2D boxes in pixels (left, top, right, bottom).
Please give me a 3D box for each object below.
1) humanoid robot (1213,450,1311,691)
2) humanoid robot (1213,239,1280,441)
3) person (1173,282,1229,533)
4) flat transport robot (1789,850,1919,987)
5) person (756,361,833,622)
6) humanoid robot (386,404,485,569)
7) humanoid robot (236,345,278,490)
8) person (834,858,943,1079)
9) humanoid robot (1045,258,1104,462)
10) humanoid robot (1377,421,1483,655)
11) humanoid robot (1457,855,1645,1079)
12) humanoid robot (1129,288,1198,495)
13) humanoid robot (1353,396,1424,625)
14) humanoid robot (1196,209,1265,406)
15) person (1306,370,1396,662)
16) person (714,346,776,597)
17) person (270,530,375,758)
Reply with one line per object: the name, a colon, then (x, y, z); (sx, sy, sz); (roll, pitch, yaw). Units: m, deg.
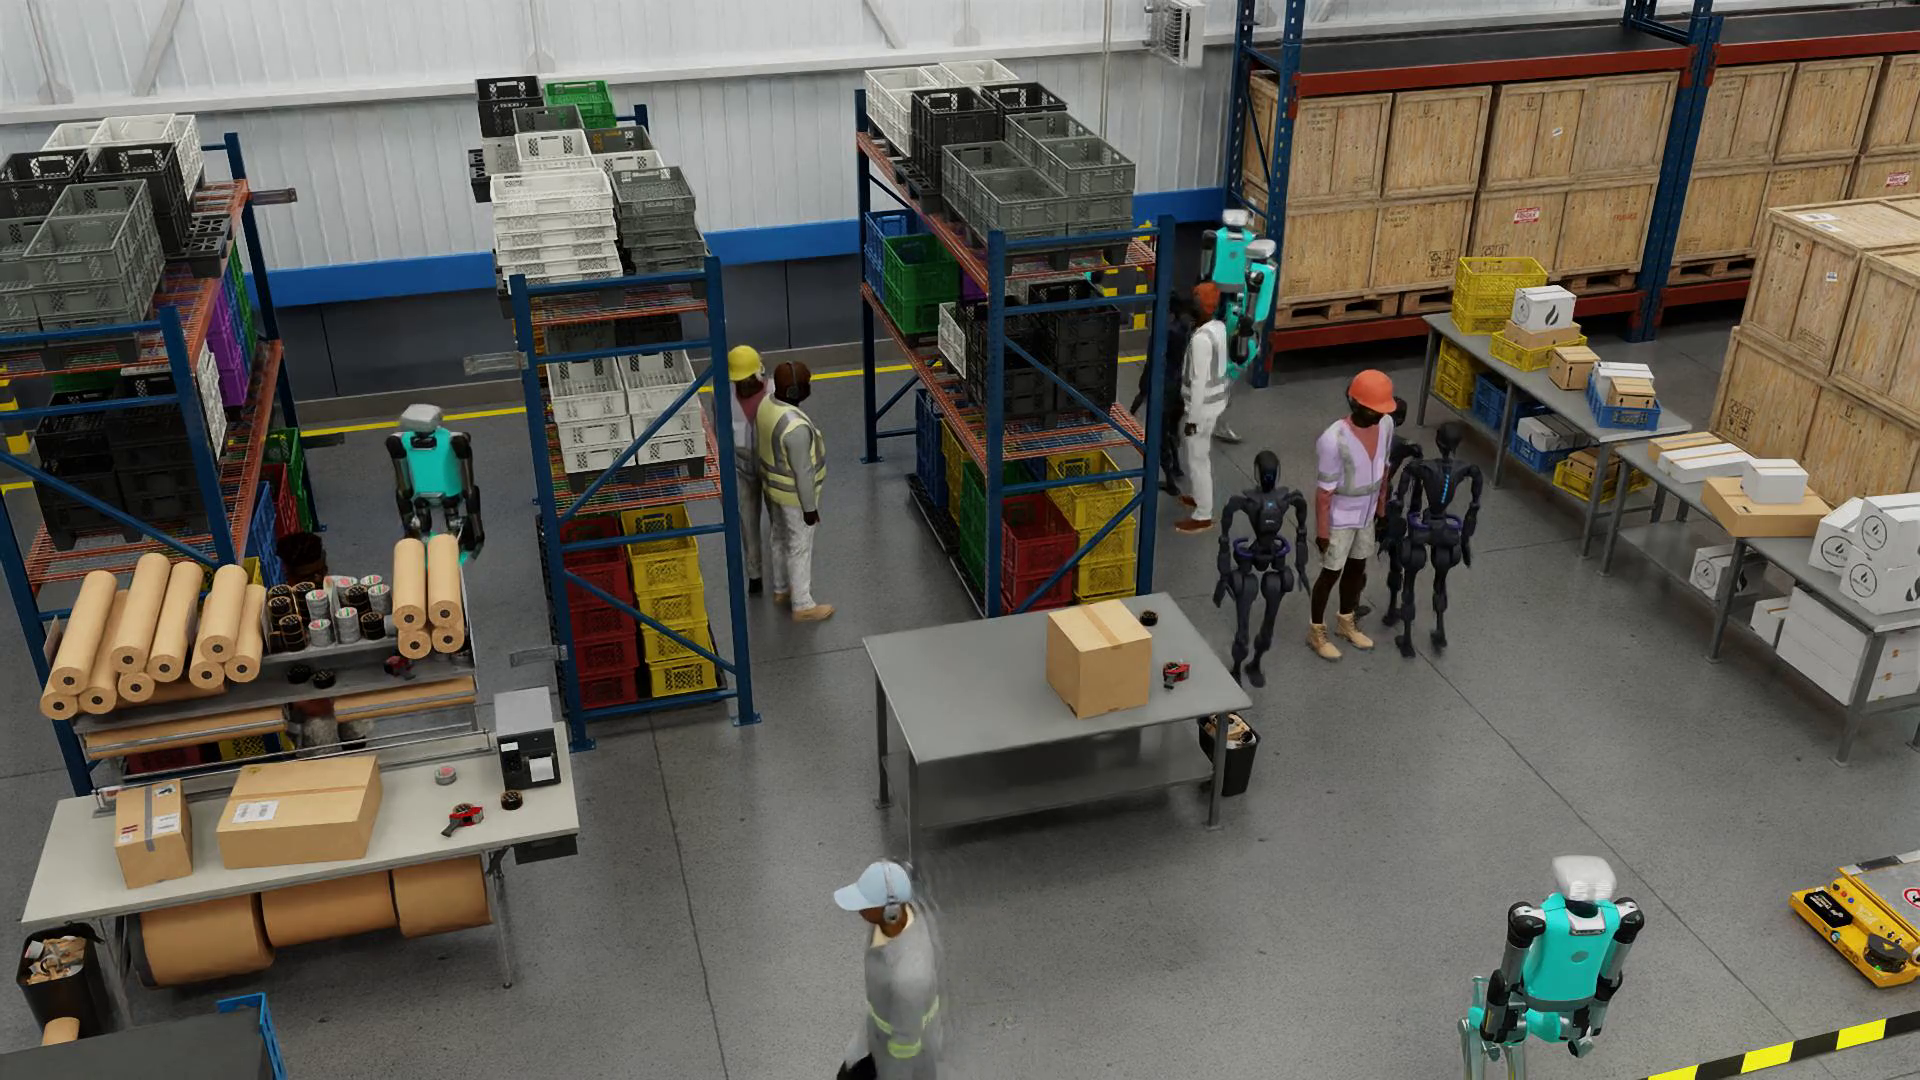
humanoid robot: (1.898, 0.225, 10.300); (0.613, 1.649, 0.470); (-3, 29, -6)
humanoid robot: (2.173, -1.553, 13.566); (0.737, 1.885, 0.533); (12, 31, 21)
person: (1.808, -0.981, 12.303); (0.377, 1.863, 0.636); (10, 30, 17)
flat transport robot: (5.163, 1.916, 8.676); (1.431, 0.231, 0.659); (-8, 30, -14)
person: (-1.104, -0.333, 11.135); (0.429, 1.839, 0.633); (-15, 32, -25)
humanoid robot: (-3.325, 0.061, 10.545); (0.543, 1.799, 0.835); (1, 29, 2)
humanoid robot: (-5.301, -0.973, 12.475); (0.348, 1.647, 0.608); (-6, 29, -10)
person: (-0.359, 2.056, 6.789); (0.642, 1.834, 0.616); (-8, 30, -13)
humanoid robot: (0.917, -1.395, 13.226); (0.571, 1.838, 0.890); (-5, 29, -10)
humanoid robot: (3.011, -0.008, 10.707); (0.591, 1.657, 0.335); (1, 29, 1)
humanoid robot: (2.405, 1.892, 7.054); (0.533, 1.677, 0.735); (-2, 29, -4)
humanoid robot: (1.600, -1.165, 12.821); (0.601, 1.654, 0.472); (-16, 33, -27)
humanoid robot: (2.791, -0.196, 11.058); (0.583, 1.655, 0.366); (18, 34, 30)
humanoid robot: (2.275, -2.084, 14.466); (0.557, 1.771, 0.946); (0, 29, -1)
person: (2.508, -0.152, 10.618); (0.607, 2.031, 0.405); (-19, 34, -30)
person: (-1.380, -0.480, 11.423); (0.606, 1.817, 0.455); (4, 29, 7)
person: (-3.380, 0.822, 8.903); (0.368, 1.966, 0.600); (18, 34, 30)
